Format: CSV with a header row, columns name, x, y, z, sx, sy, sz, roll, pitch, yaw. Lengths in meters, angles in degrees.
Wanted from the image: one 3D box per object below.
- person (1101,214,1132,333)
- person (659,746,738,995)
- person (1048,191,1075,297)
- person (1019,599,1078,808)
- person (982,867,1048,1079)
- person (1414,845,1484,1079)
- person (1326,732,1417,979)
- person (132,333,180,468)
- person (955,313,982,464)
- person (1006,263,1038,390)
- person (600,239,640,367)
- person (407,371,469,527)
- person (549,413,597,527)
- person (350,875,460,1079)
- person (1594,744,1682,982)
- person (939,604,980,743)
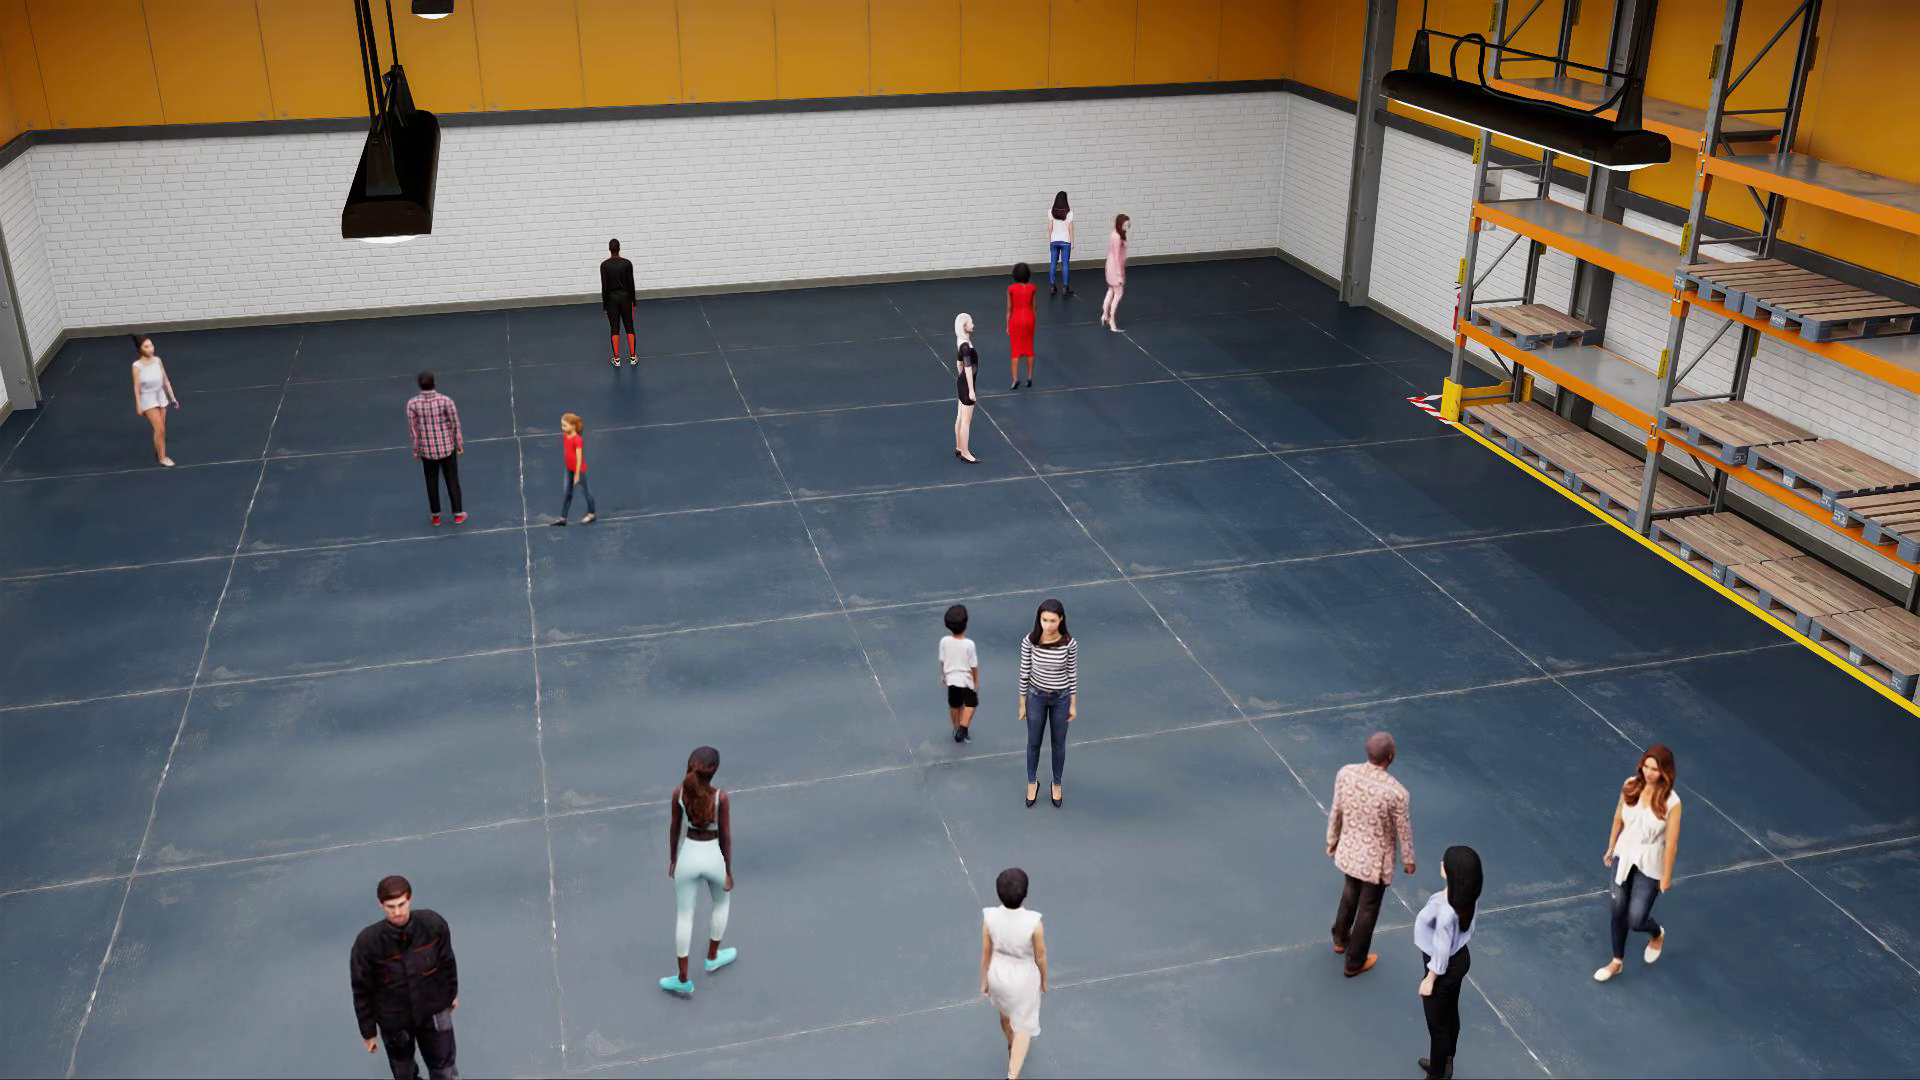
name,x,y,z,sx,sy,sz,roll,pitch,yaw
person,2.335,-4.045,25.074,0.844,1.774,0.706,-3,24,-7
person,-1.725,2.176,10.942,0.797,1.695,0.868,1,24,1
person,1.627,-4.789,26.886,0.675,1.685,0.722,11,26,24
person,0.690,1.269,12.891,0.653,1.795,0.620,1,24,3
person,0.314,2.692,9.968,0.891,1.529,1.054,7,25,16
person,2.911,2.578,9.962,0.770,1.743,0.729,15,28,31
person,2.644,2.114,10.962,0.889,1.792,0.780,-19,30,-37
person,-9.717,-1.684,19.886,0.781,1.604,0.721,7,25,16
person,0.068,-1.828,19.932,0.637,1.830,0.434,-5,24,-12
person,0.836,-2.887,22.464,0.583,1.743,0.516,-4,24,-9
person,-4.812,-3.366,23.477,0.630,1.808,0.521,-7,25,-16
person,-5.706,-1.010,18.147,0.692,1.761,0.574,-5,24,-11
person,-4.142,-0.785,18.216,0.799,1.294,0.796,20,31,39
person,-3.196,2.690,9.647,0.895,1.791,1.199,-11,26,-24
person,4.539,2.112,10.989,0.800,1.773,0.811,-16,28,-32
person,-0.017,1.151,13.837,0.636,1.253,0.697,9,25,20
